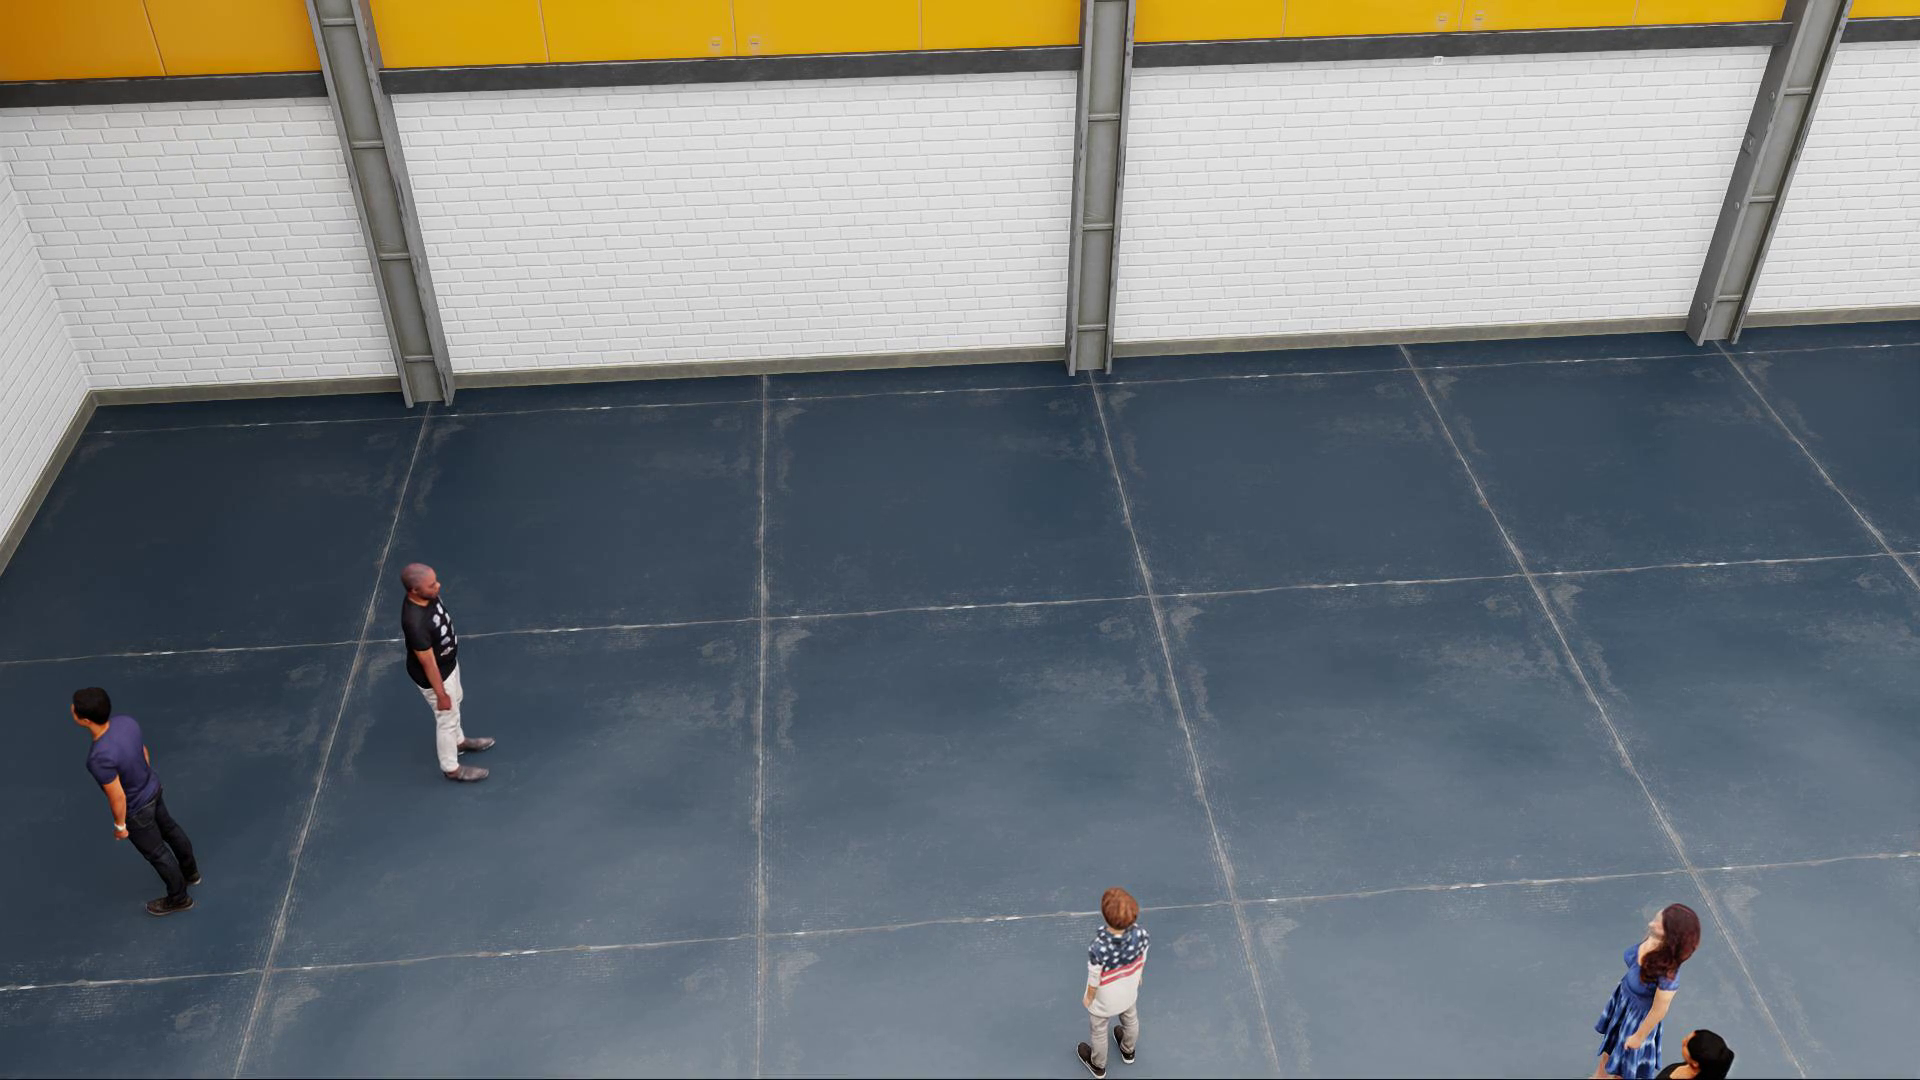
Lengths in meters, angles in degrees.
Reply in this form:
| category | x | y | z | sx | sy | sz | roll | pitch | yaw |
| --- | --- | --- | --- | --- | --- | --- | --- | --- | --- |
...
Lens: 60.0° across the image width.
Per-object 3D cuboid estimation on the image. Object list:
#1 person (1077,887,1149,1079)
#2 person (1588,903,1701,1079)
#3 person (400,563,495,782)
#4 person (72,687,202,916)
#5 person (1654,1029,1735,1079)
| category | x | y | z | sx | sy | sz | roll | pitch | yaw |
| --- | --- | --- | --- | --- | --- | --- | --- | --- | --- |
| person | 0.853 | 2.448 | 9.220 | 0.508 | 1.438 | 0.634 | -17 | 42 | -20 |
| person | 3.562 | 2.537 | 8.815 | 0.662 | 1.805 | 0.723 | 6 | 39 | 8 |
| person | -3.447 | 0.854 | 10.926 | 0.627 | 1.801 | 0.674 | -6 | 39 | -8 |
| person | -4.969 | 1.559 | 10.049 | 0.531 | 1.793 | 0.651 | -1 | 39 | -1 |
| person | 3.555 | 2.987 | 8.366 | 0.636 | 1.662 | 0.720 | -31 | 48 | -33 |
